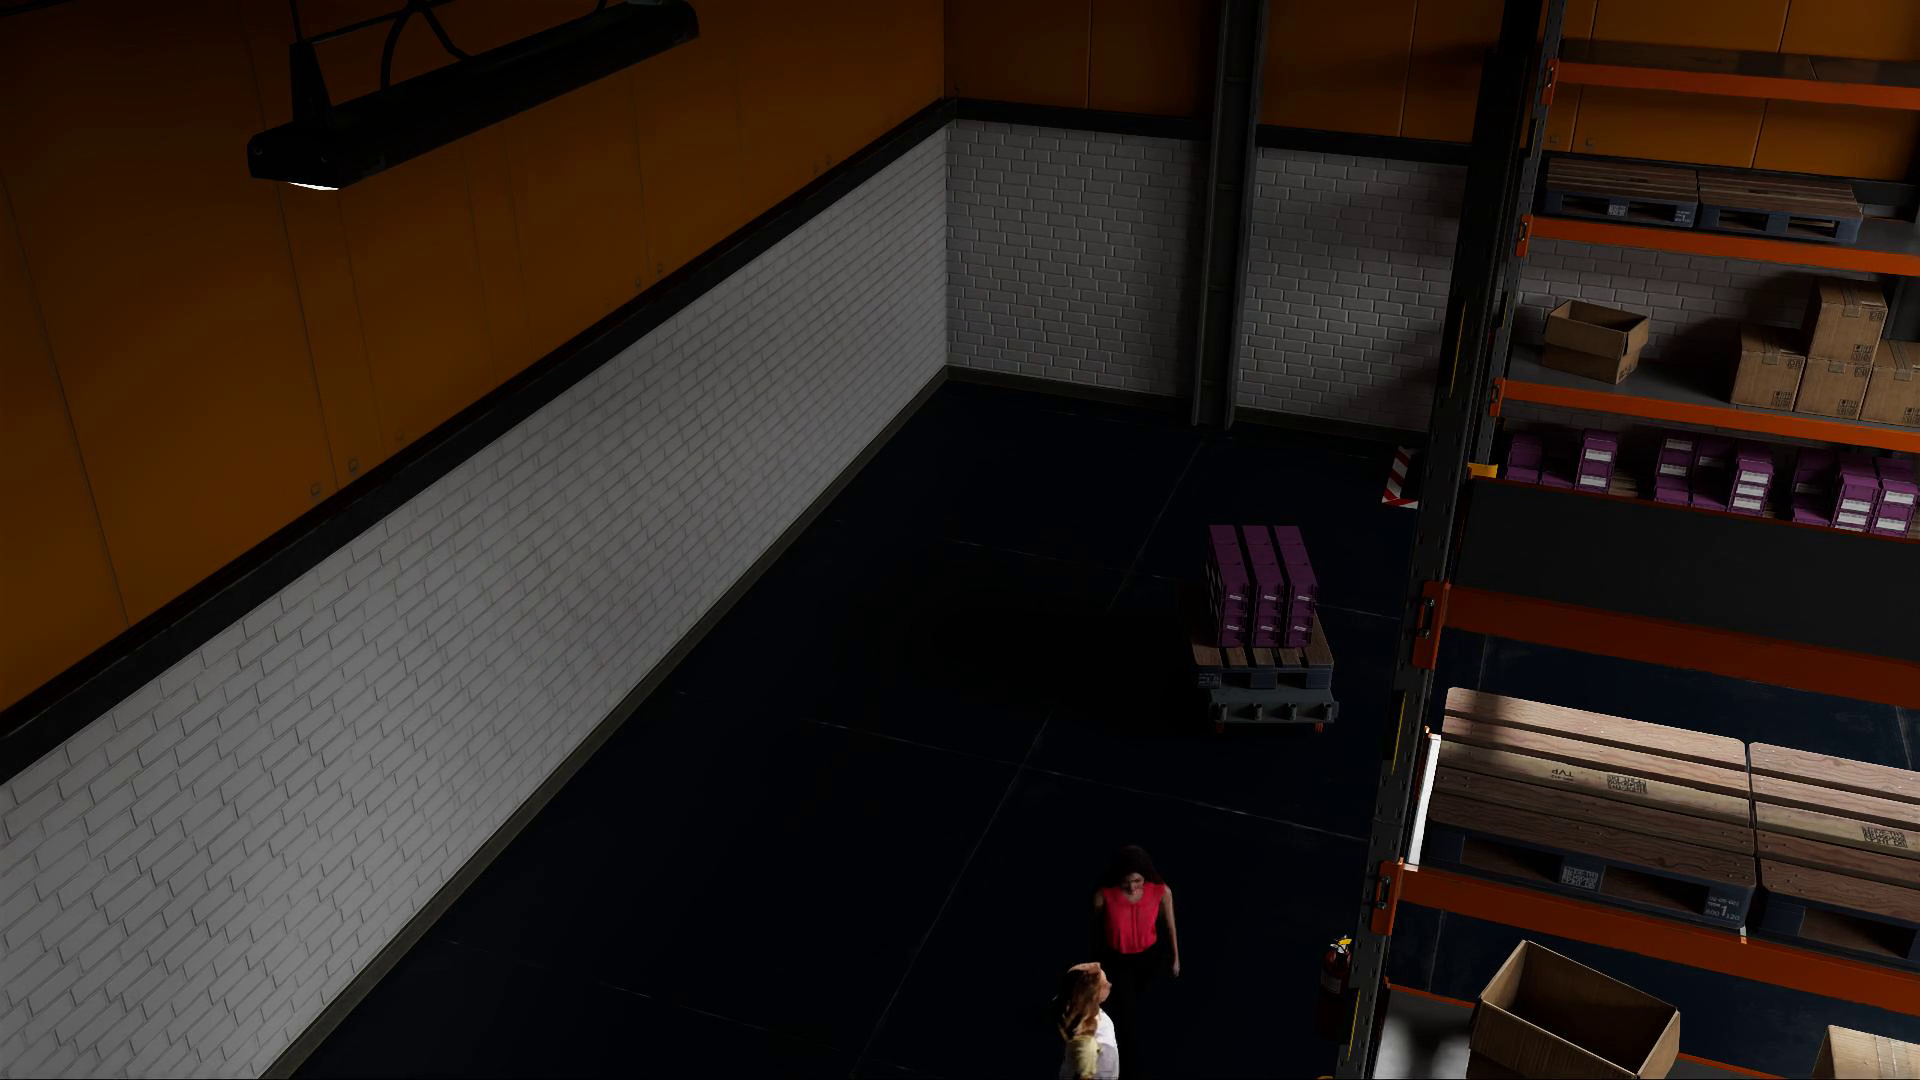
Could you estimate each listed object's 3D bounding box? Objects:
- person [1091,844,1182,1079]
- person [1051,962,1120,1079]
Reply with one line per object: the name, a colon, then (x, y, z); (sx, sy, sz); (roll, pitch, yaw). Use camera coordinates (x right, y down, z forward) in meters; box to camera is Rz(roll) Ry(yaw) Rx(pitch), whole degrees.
person: (0.925, 2.252, 9.101); (1.121, 1.620, 1.024); (-6, 29, -10)
person: (0.534, 2.733, 8.124); (0.867, 1.712, 0.804); (-4, 29, -7)
